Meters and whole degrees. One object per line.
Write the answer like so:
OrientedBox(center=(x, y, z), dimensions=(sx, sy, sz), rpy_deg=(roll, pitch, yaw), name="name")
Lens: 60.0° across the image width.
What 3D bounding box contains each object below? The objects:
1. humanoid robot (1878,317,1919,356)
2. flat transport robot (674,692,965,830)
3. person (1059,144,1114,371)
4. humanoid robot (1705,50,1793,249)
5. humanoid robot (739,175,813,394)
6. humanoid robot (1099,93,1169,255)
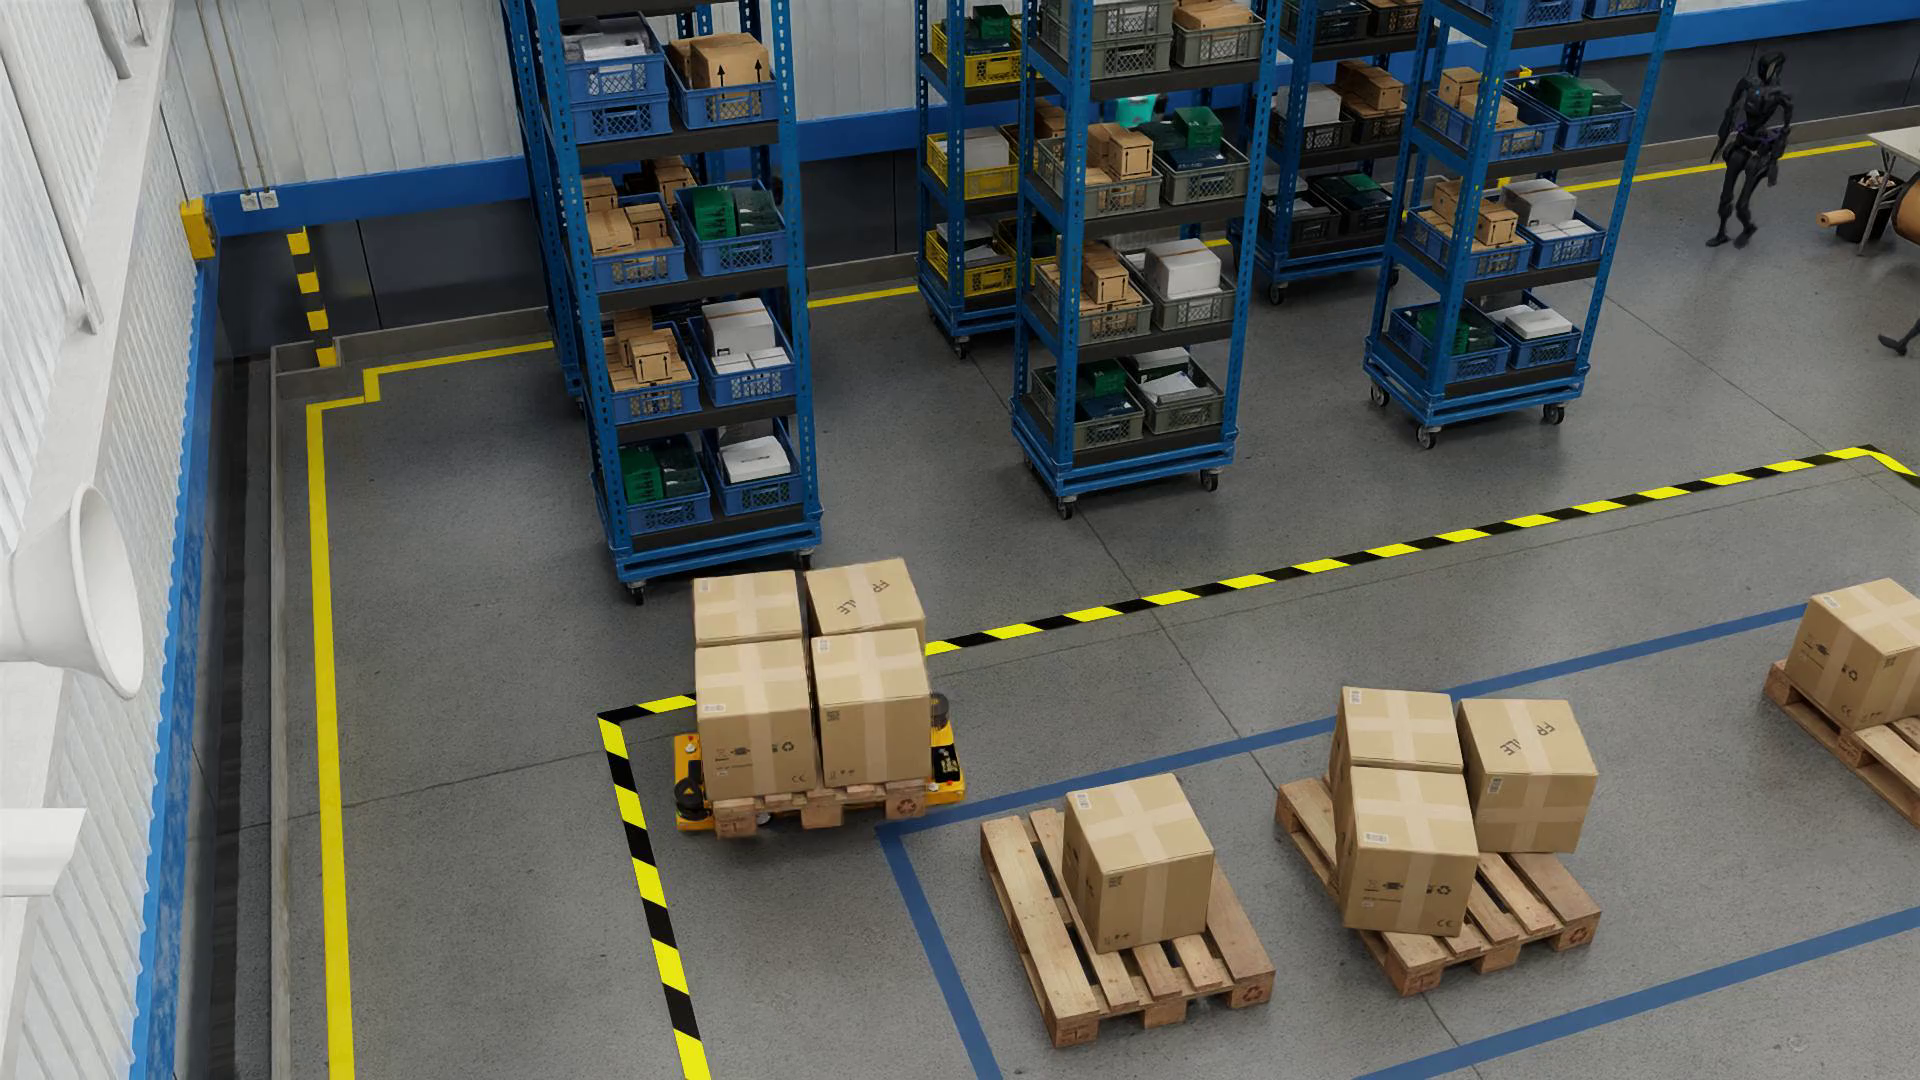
OrientedBox(center=(7.090, -2.033, 11.738), dimensions=(0.734, 1.626, 0.588), rpy_deg=(13, 37, 17), name="humanoid robot")
OrientedBox(center=(-0.729, 1.110, 8.457), dimensions=(1.431, 0.197, 0.652), rpy_deg=(-5, 36, -7), name="flat transport robot")
OrientedBox(center=(0.942, -1.822, 11.266), dimensions=(0.744, 1.852, 0.513), rpy_deg=(-13, 37, -18), name="person")
OrientedBox(center=(6.293, -3.103, 13.228), dimensions=(0.380, 1.641, 0.613), rpy_deg=(-20, 40, -26), name="humanoid robot")
OrientedBox(center=(-1.276, -1.643, 11.173), dimensions=(0.584, 1.641, 0.390), rpy_deg=(16, 38, 21), name="humanoid robot")
OrientedBox(center=(1.189, -2.867, 12.840), dimensions=(0.567, 1.755, 0.776), rpy_deg=(-10, 36, -14), name="humanoid robot")
